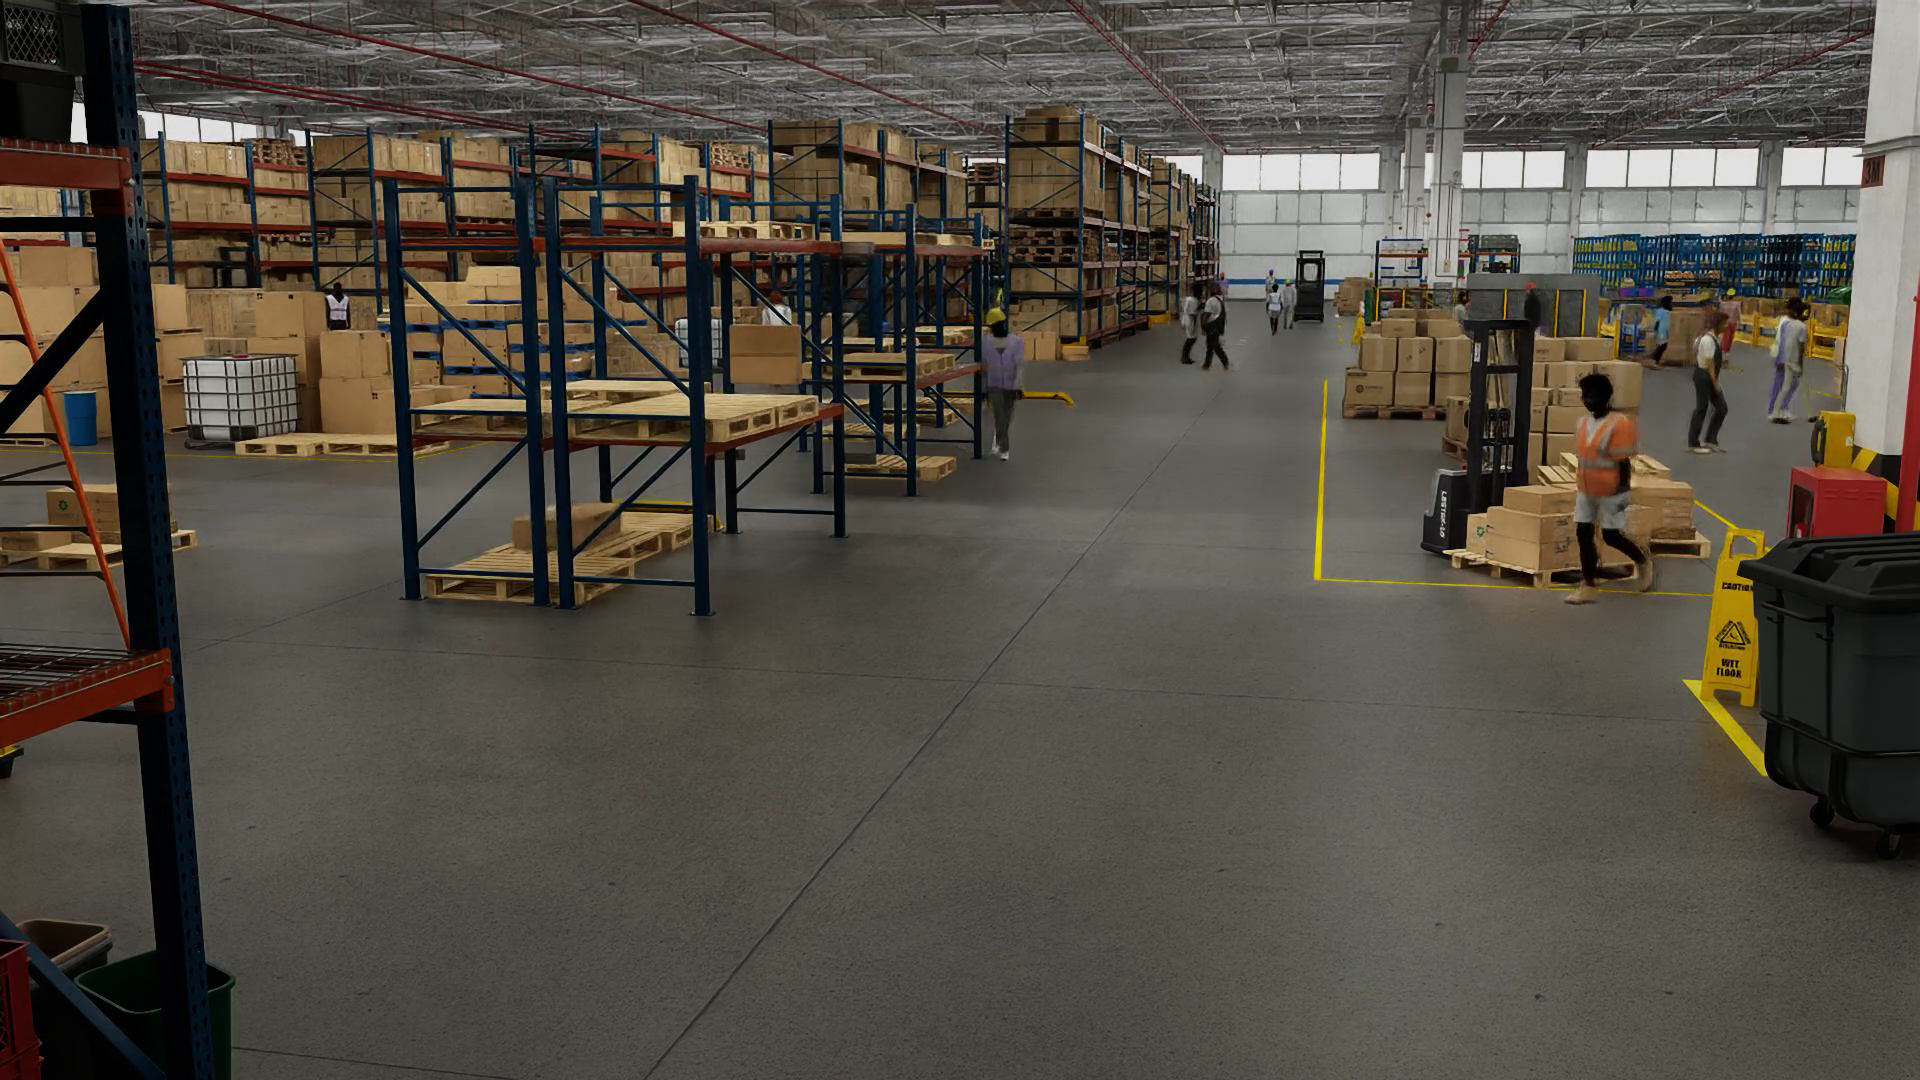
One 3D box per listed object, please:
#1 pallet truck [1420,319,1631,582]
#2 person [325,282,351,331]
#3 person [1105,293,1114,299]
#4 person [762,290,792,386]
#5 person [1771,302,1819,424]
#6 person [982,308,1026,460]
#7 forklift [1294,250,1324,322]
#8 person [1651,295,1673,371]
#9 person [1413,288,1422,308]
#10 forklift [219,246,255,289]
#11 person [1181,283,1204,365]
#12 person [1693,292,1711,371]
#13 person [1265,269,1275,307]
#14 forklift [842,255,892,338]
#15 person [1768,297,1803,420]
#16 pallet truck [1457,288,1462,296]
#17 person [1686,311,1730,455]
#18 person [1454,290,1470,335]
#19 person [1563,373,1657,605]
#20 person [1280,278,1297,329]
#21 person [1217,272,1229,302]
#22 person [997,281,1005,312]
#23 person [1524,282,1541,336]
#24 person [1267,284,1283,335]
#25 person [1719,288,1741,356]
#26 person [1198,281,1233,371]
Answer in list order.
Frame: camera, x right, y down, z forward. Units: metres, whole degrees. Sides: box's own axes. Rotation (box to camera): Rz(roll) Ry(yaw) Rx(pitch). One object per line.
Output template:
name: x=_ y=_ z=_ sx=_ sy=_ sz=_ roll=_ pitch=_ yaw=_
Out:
pallet truck: x=4.543 y=-0.757 z=13.299 sx=0.823 sy=1.965 sz=1.885 roll=-4 pitch=10 yaw=-22
person: x=-15.355 y=-5.404 z=41.094 sx=0.595 sy=1.910 sz=0.383 roll=-7 pitch=12 yaw=-38
person: x=7.250 y=-12.194 z=81.477 sx=0.629 sy=1.846 sz=0.429 roll=-2 pitch=10 yaw=-12
person: x=-3.564 y=-3.936 z=32.486 sx=0.602 sy=1.872 sz=0.412 roll=0 pitch=10 yaw=1
person: x=12.604 y=-2.630 z=24.900 sx=0.918 sy=1.825 sz=0.541 roll=-1 pitch=10 yaw=-9
person: x=0.547 y=-1.953 z=20.725 sx=0.595 sy=1.882 sz=0.714 roll=1 pitch=10 yaw=5
forklift: x=13.778 y=-10.002 z=65.433 sx=1.129 sy=2.768 sz=1.873 roll=2 pitch=10 yaw=12
person: x=15.644 y=-4.595 z=36.980 sx=0.490 sy=1.664 sz=0.584 roll=7 pitch=12 yaw=37
person: x=15.959 y=-8.055 z=57.638 sx=0.591 sy=1.607 sz=0.522 roll=-1 pitch=10 yaw=-7
forklift: x=-20.237 y=-6.849 z=46.761 sx=1.129 sy=2.768 sz=1.873 roll=2 pitch=10 yaw=13
person: x=5.440 y=-5.062 z=39.000 sx=0.542 sy=1.927 sz=0.608 roll=0 pitch=10 yaw=-1
person: x=16.222 y=-4.536 z=36.392 sx=0.452 sy=1.754 sz=0.536 roll=5 pitch=11 yaw=25
person: x=16.255 y=-13.186 z=87.047 sx=0.616 sy=1.944 sz=0.397 roll=-5 pitch=11 yaw=-26
forklift: x=-2.194 y=-5.067 z=36.210 sx=1.129 sy=2.768 sz=1.873 roll=2 pitch=10 yaw=12
person: x=12.808 y=-2.797 z=25.688 sx=0.547 sy=1.887 sz=0.629 roll=4 pitch=10 yaw=24
pallet truck: x=20.506 y=-9.785 z=68.819 sx=0.653 sy=1.274 sz=1.630 roll=2 pitch=10 yaw=12
person: x=9.527 y=-1.974 z=21.023 sx=0.592 sy=1.819 sz=0.503 roll=8 pitch=12 yaw=39
person: x=10.329 y=-4.272 z=34.563 sx=0.735 sy=1.856 sz=0.512 roll=-1 pitch=10 yaw=-3
person: x=4.676 y=-0.364 z=11.924 sx=0.629 sy=1.670 sz=0.572 roll=-3 pitch=10 yaw=-20
person: x=11.615 y=-8.348 z=58.815 sx=0.589 sy=1.810 sz=0.790 roll=1 pitch=10 yaw=8
person: x=11.357 y=-10.618 z=71.962 sx=0.567 sy=1.900 sz=0.873 roll=1 pitch=10 yaw=7
person: x=1.493 y=-9.145 z=63.971 sx=0.720 sy=1.662 sz=0.578 roll=1 pitch=10 yaw=4
person: x=13.201 y=-4.974 z=38.469 sx=0.628 sy=1.944 sz=1.052 roll=-7 pitch=12 yaw=-37
person: x=10.286 y=-7.527 z=54.342 sx=0.540 sy=1.678 sz=0.661 roll=1 pitch=10 yaw=4
person: x=19.794 y=-5.610 z=42.803 sx=0.529 sy=1.734 sz=0.816 roll=3 pitch=10 yaw=19
person: x=5.659 y=-4.723 z=36.658 sx=0.871 sy=2.000 sz=0.687 roll=6 pitch=12 yaw=34
